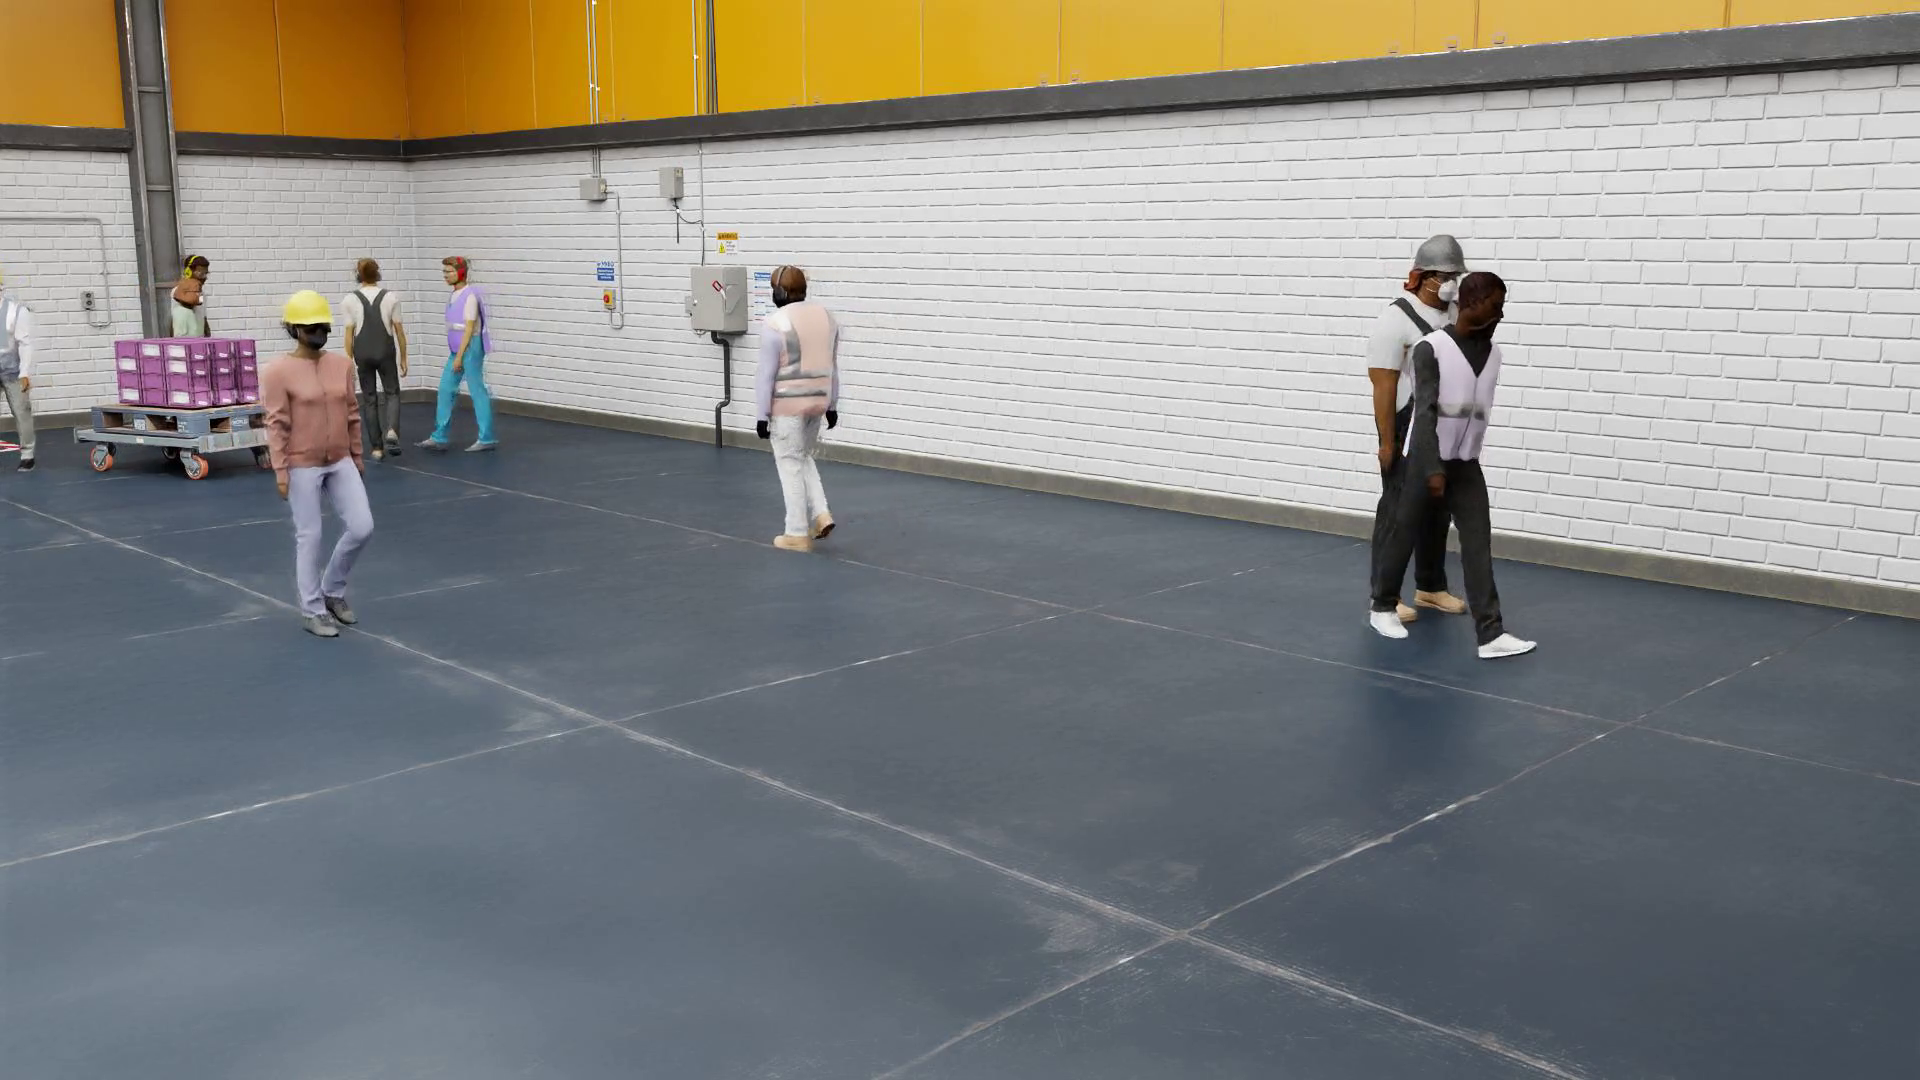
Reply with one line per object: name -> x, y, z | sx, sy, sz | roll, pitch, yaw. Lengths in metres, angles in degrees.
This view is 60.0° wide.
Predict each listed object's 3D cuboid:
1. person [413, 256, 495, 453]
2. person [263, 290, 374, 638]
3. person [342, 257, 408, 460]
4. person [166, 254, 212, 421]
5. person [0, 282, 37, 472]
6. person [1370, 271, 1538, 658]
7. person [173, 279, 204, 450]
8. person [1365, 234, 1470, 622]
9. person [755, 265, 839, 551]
person -> -4.708, -1.690, 15.354 | 0.817, 1.820, 0.576 | -8, 13, -39
person -> -3.210, -0.372, 8.360 | 0.374, 1.750, 0.542 | 8, 13, 35
person -> -5.245, -1.618, 14.949 | 0.520, 1.830, 0.462 | -3, 11, -18
person -> -7.350, -1.776, 15.781 | 0.605, 1.843, 0.559 | 1, 10, 3
person -> -8.064, -1.407, 13.944 | 0.593, 1.775, 0.936 | -2, 11, -13
person -> 2.402, -0.370, 8.095 | 0.619, 1.843, 1.039 | -5, 12, -27
person -> -7.179, -1.634, 15.591 | 0.346, 1.616, 0.524 | -1, 10, -8
person -> 2.481, -0.587, 8.745 | 0.692, 2.000, 0.537 | -6, 12, -32
person -> -1.060, -0.836, 10.658 | 0.447, 1.831, 0.637 | 9, 14, 40
